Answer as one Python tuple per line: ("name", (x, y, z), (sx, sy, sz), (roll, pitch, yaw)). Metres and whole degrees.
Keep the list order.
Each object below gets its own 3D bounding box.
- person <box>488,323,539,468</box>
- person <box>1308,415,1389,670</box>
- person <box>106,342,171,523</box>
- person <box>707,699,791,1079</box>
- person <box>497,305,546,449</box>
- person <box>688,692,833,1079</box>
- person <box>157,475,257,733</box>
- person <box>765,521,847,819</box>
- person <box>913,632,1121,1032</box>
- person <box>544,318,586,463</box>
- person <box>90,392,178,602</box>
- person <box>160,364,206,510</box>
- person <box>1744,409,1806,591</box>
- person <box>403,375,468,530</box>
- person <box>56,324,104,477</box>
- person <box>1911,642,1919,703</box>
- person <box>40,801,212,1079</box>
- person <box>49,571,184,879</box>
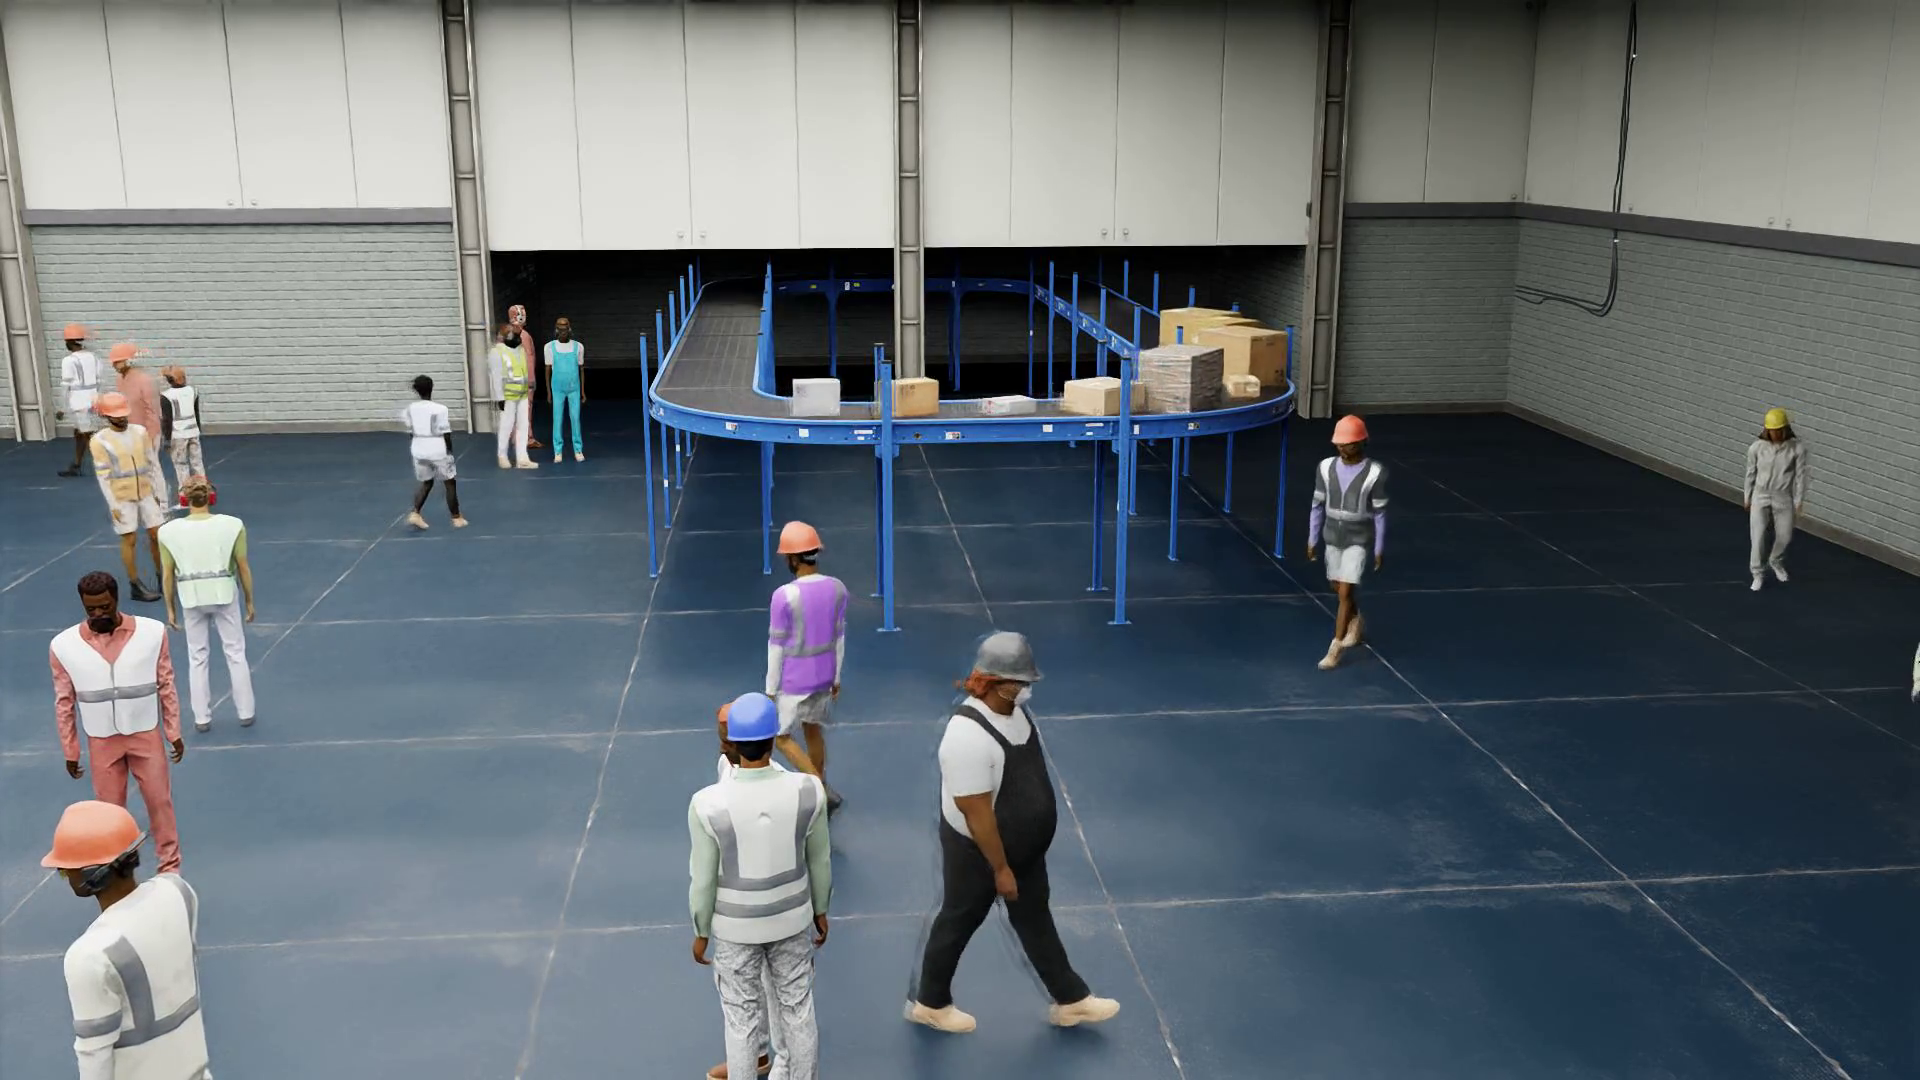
("person", (-5.617, -1.782, 20.752), (0.594, 1.816, 0.696), (6, 15, 24))
("person", (3.127, -0.025, 13.341), (0.615, 2.011, 0.927), (11, 18, 37))
("person", (-8.813, -1.143, 17.847), (0.637, 1.973, 0.472), (8, 16, 28))
("person", (-0.883, 1.562, 7.217), (0.362, 1.887, 0.576), (-10, 17, -36))
("person", (-5.819, -2.162, 22.076), (0.636, 1.911, 0.405), (12, 19, 41))
("person", (-0.837, 1.584, 7.008), (0.614, 1.943, 0.396), (-6, 15, -21))
("person", (-5.299, 0.459, 11.742), (0.570, 1.836, 0.384), (-6, 15, -21))
("person", (-0.917, 0.829, 10.067), (0.581, 1.913, 0.565), (13, 19, 43))
("person", (0.214, 1.363, 7.701), (0.990, 2.000, 0.694), (7, 16, 25))
("person", (-5.012, -1.904, 21.169), (0.507, 1.846, 0.346), (-5, 15, -20))
("person", (-7.434, -0.389, 14.955), (0.441, 1.921, 0.569), (9, 17, 32))
("person", (-8.677, -1.150, 18.577), (0.310, 1.637, 0.524), (5, 15, 20))
("person", (7.506, -0.388, 15.364), (0.510, 1.713, 0.588), (6, 15, 23))
("person", (-5.614, -0.905, 17.538), (0.557, 1.660, 0.532), (4, 15, 16))
("person", (-10.548, -1.659, 20.082), (0.963, 1.903, 0.542), (1, 14, 5))
("person", (6.355, 0.886, 10.584), (0.505, 1.562, 0.914), (9, 16, 31))
("person", (-2.840, 1.856, 5.775), (0.451, 2.030, 0.621), (2, 14, 8))
("person", (-4.601, 1.075, 9.129), (0.604, 1.906, 0.405), (-7, 16, -25))
